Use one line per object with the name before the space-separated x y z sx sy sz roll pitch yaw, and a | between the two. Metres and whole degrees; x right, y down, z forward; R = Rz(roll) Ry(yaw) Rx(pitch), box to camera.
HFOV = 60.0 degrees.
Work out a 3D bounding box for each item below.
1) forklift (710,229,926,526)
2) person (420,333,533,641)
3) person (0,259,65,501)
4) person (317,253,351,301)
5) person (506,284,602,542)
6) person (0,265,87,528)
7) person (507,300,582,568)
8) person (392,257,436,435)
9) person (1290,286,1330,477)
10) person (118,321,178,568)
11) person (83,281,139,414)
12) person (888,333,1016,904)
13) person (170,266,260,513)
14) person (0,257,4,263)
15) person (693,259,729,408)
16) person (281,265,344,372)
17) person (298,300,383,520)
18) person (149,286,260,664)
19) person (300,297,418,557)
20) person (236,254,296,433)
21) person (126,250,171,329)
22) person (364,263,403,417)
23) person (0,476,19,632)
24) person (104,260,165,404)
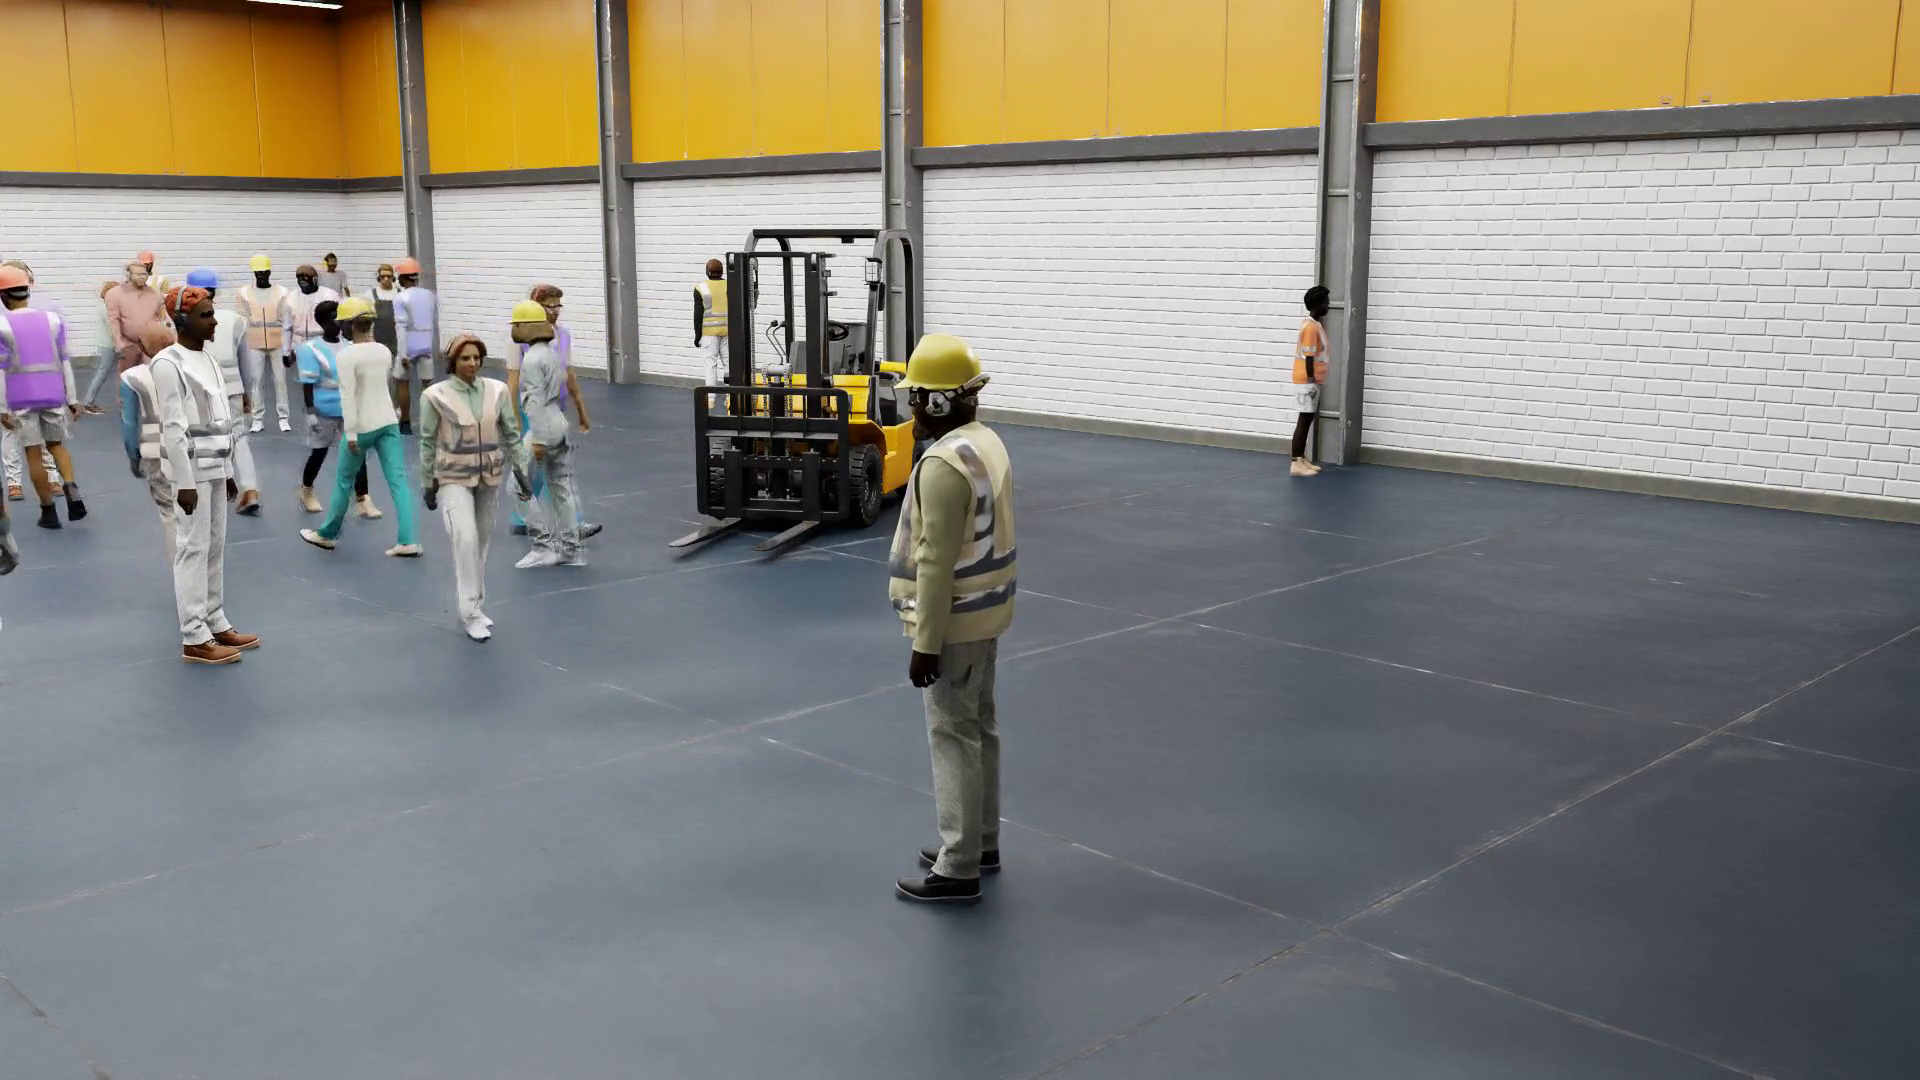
forklift | -1.050 -1.319 12.920 1.214 2.155 2.313 2 11 13
person | -2.555 -0.282 8.860 0.723 1.612 0.535 10 14 43
person | -7.585 -1.299 13.505 0.631 1.940 0.372 -9 14 -41
person | -10.614 -3.936 28.235 0.506 1.812 0.959 -9 14 -41
person | -2.835 -0.872 11.616 0.920 1.796 0.619 5 11 24
person | -6.720 -1.023 12.065 0.461 1.916 0.574 9 14 41
person | -2.685 -0.665 10.633 0.518 1.721 0.498 1 10 4
person | -5.749 -2.048 17.685 0.832 1.911 0.551 7 12 32
person | 3.113 -1.408 14.783 0.321 1.692 0.531 3 11 16
person | -4.755 -0.509 10.042 0.531 1.617 0.405 -7 12 -32
person | -10.153 -2.309 19.984 0.892 1.581 0.515 -4 11 -19
person | -0.027 0.253 5.370 0.403 1.825 0.591 3 11 14
person | -5.716 -1.148 12.804 1.005 1.902 0.631 10 14 42
person | -11.707 -2.575 20.290 1.026 1.988 0.634 2 11 11
person | -3.018 -2.551 20.599 0.627 1.844 0.429 -7 12 -32
person | -6.856 -1.983 17.557 0.666 1.817 0.681 0 10 2
person | -4.778 -0.995 12.615 0.861 1.658 0.538 8 13 36
person | -3.805 -0.326 8.356 0.355 1.882 0.576 -1 10 -4
person | -4.000 -0.742 11.066 0.919 1.719 0.519 5 12 26
person | -7.525 -2.132 18.075 0.589 1.928 0.385 -3 11 -17
person | -11.650 -3.194 23.890 0.558 1.912 0.687 -3 11 -18
person | -6.828 -2.396 19.848 0.519 1.820 0.878 -5 11 -24
person | -4.171 -0.025 6.782 0.659 1.856 0.522 7 12 33
person | -9.247 -2.206 18.694 0.631 1.866 0.991 -9 13 -39
